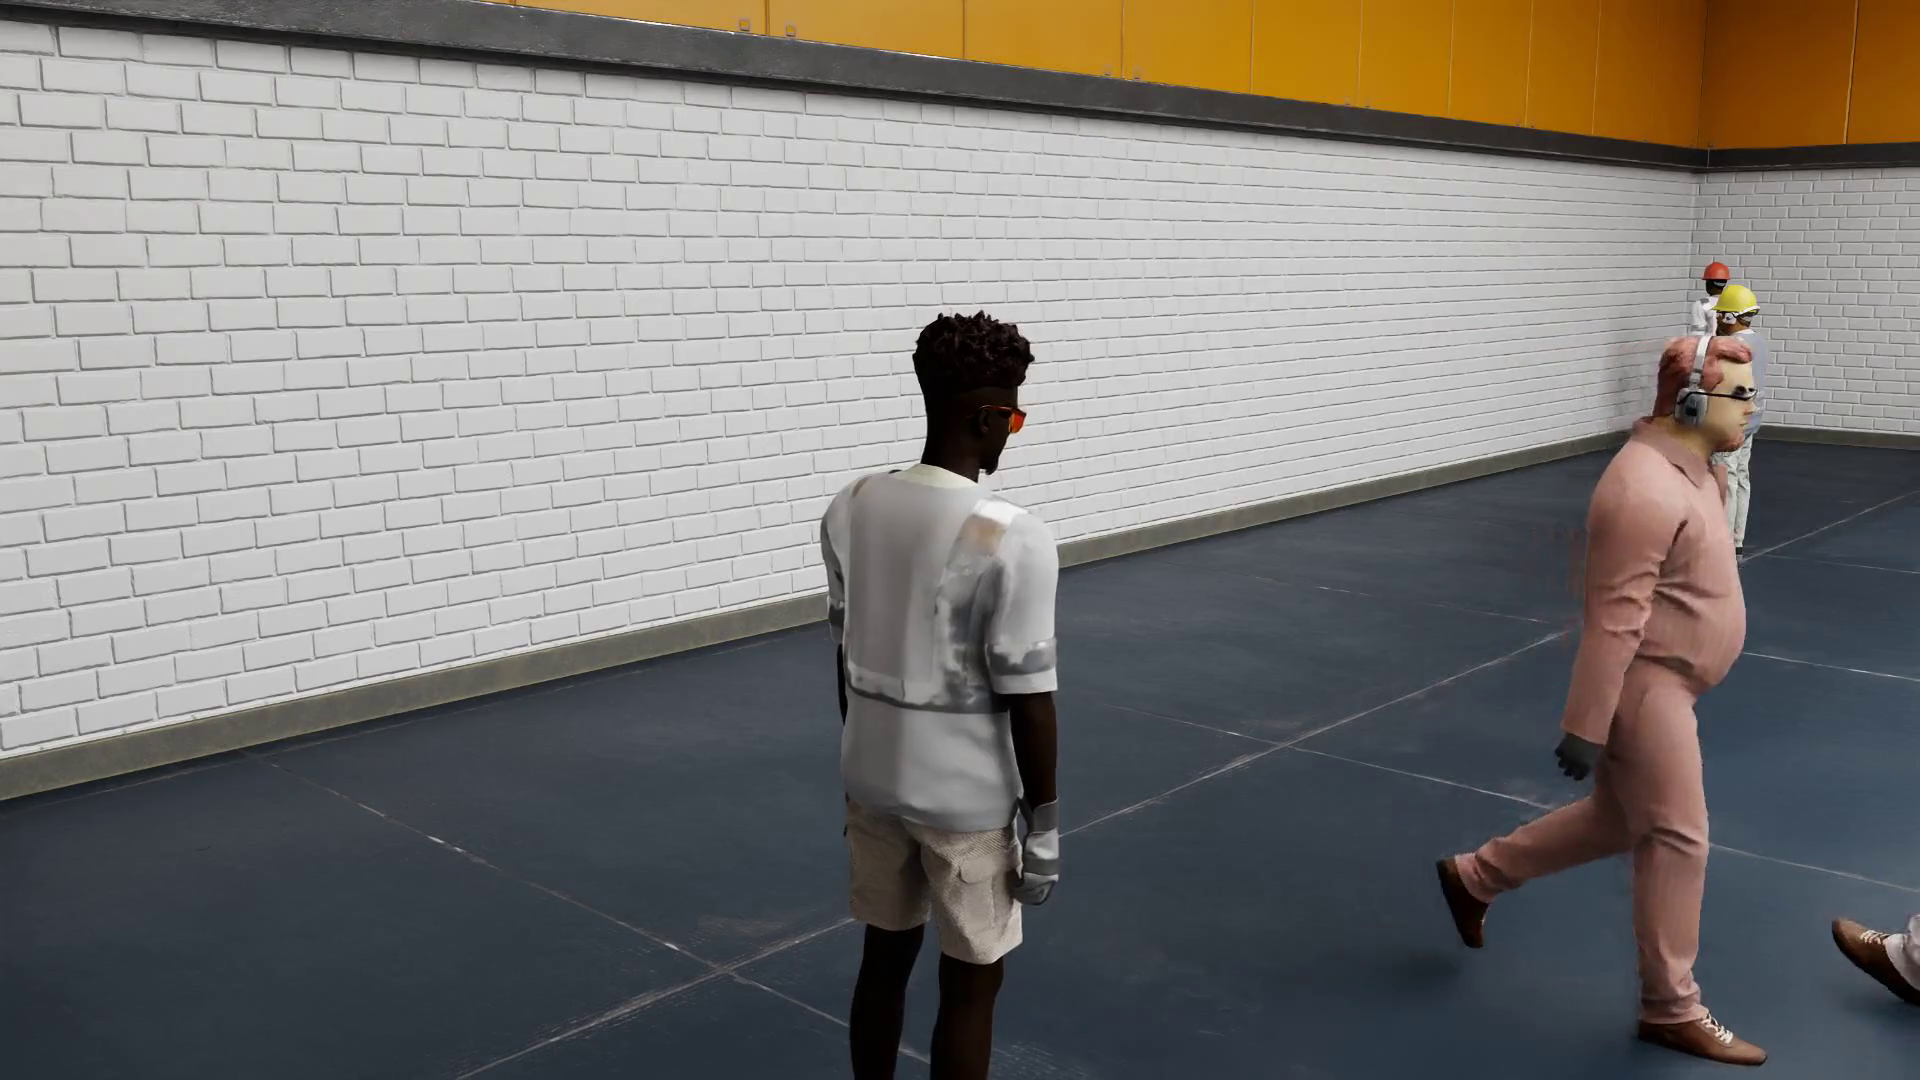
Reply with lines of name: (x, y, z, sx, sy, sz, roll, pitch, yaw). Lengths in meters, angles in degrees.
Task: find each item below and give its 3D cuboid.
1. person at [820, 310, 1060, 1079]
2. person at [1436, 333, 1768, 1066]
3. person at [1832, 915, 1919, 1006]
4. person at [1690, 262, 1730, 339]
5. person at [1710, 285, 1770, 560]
person: (-0.026, 0.504, 3.477, 0.612, 1.953, 0.393, 9, 14, 42)
person: (1.699, 0.390, 4.360, 0.796, 1.877, 0.641, 5, 11, 27)
person: (2.870, 0.414, 4.253, 0.662, 1.853, 1.000, -5, 11, -28)
person: (7.388, -1.755, 16.366, 0.547, 1.939, 0.376, -2, 10, -11)
person: (5.048, -0.751, 10.947, 0.403, 1.833, 0.586, 10, 14, 43)
